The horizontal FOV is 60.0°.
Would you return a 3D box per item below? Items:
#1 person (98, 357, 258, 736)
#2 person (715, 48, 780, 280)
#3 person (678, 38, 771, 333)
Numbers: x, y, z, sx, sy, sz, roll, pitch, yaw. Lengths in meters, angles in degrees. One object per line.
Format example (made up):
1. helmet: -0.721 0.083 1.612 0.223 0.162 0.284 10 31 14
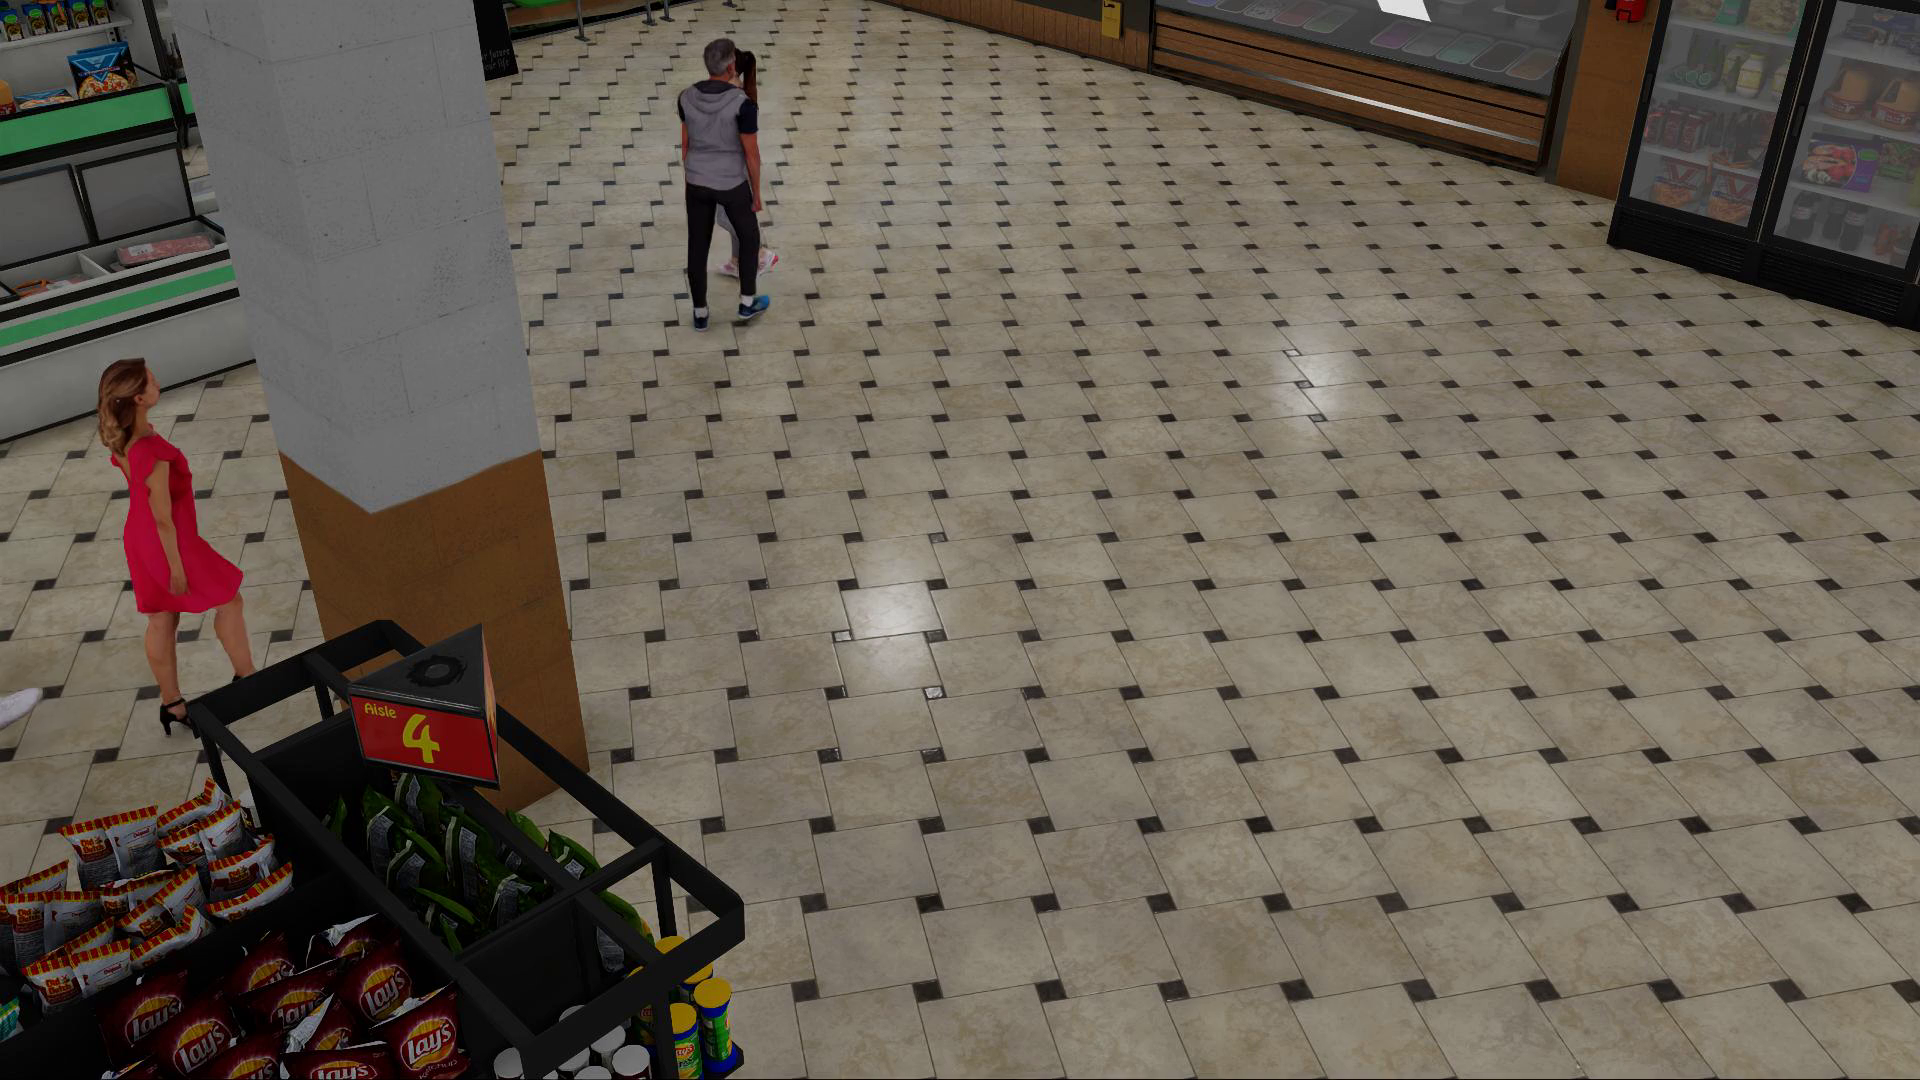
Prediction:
1. person: -3.349 0.077 6.845 0.592 1.710 0.729 24 39 33
2. person: -1.430 -2.463 11.039 0.813 1.594 0.817 12 34 18
3. person: -1.531 -2.172 10.374 0.830 1.801 0.862 8 33 12
